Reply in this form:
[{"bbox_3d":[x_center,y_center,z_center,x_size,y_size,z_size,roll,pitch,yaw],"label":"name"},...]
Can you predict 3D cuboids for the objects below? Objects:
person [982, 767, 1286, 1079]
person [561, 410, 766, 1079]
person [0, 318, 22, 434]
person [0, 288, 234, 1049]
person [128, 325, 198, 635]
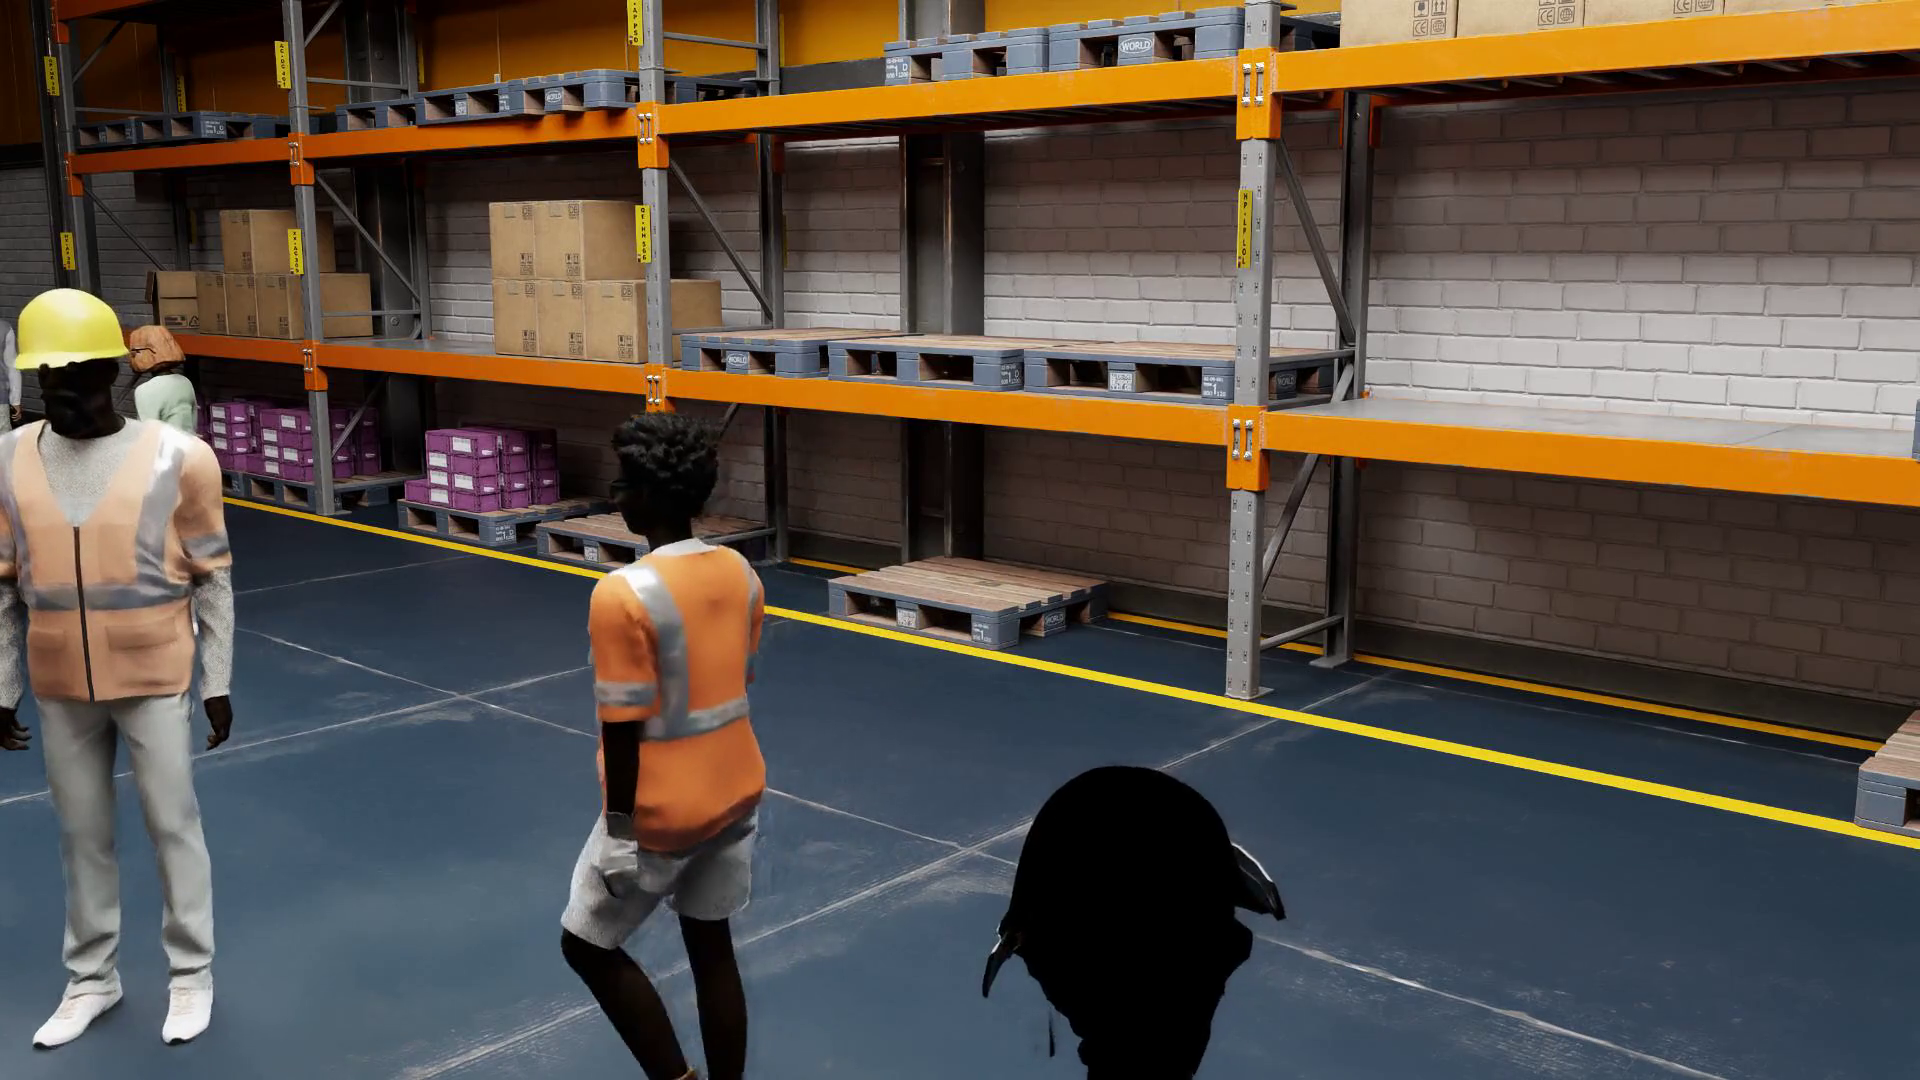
[{"bbox_3d":[0.102,0.967,1.059,0.525,1.769,0.315,1,10,8],"label":"person"},{"bbox_3d":[-0.626,0.562,3.585,0.377,1.679,0.557,5,11,27],"label":"person"},{"bbox_3d":[-7.276,-1.045,12.327,0.601,1.833,0.404,-6,12,-31],"label":"person"},{"bbox_3d":[-2.144,0.337,4.191,0.594,1.924,0.381,-1,10,-5],"label":"person"},{"bbox_3d":[-4.143,-0.308,8.728,0.288,1.626,0.497,0,10,1],"label":"person"}]
